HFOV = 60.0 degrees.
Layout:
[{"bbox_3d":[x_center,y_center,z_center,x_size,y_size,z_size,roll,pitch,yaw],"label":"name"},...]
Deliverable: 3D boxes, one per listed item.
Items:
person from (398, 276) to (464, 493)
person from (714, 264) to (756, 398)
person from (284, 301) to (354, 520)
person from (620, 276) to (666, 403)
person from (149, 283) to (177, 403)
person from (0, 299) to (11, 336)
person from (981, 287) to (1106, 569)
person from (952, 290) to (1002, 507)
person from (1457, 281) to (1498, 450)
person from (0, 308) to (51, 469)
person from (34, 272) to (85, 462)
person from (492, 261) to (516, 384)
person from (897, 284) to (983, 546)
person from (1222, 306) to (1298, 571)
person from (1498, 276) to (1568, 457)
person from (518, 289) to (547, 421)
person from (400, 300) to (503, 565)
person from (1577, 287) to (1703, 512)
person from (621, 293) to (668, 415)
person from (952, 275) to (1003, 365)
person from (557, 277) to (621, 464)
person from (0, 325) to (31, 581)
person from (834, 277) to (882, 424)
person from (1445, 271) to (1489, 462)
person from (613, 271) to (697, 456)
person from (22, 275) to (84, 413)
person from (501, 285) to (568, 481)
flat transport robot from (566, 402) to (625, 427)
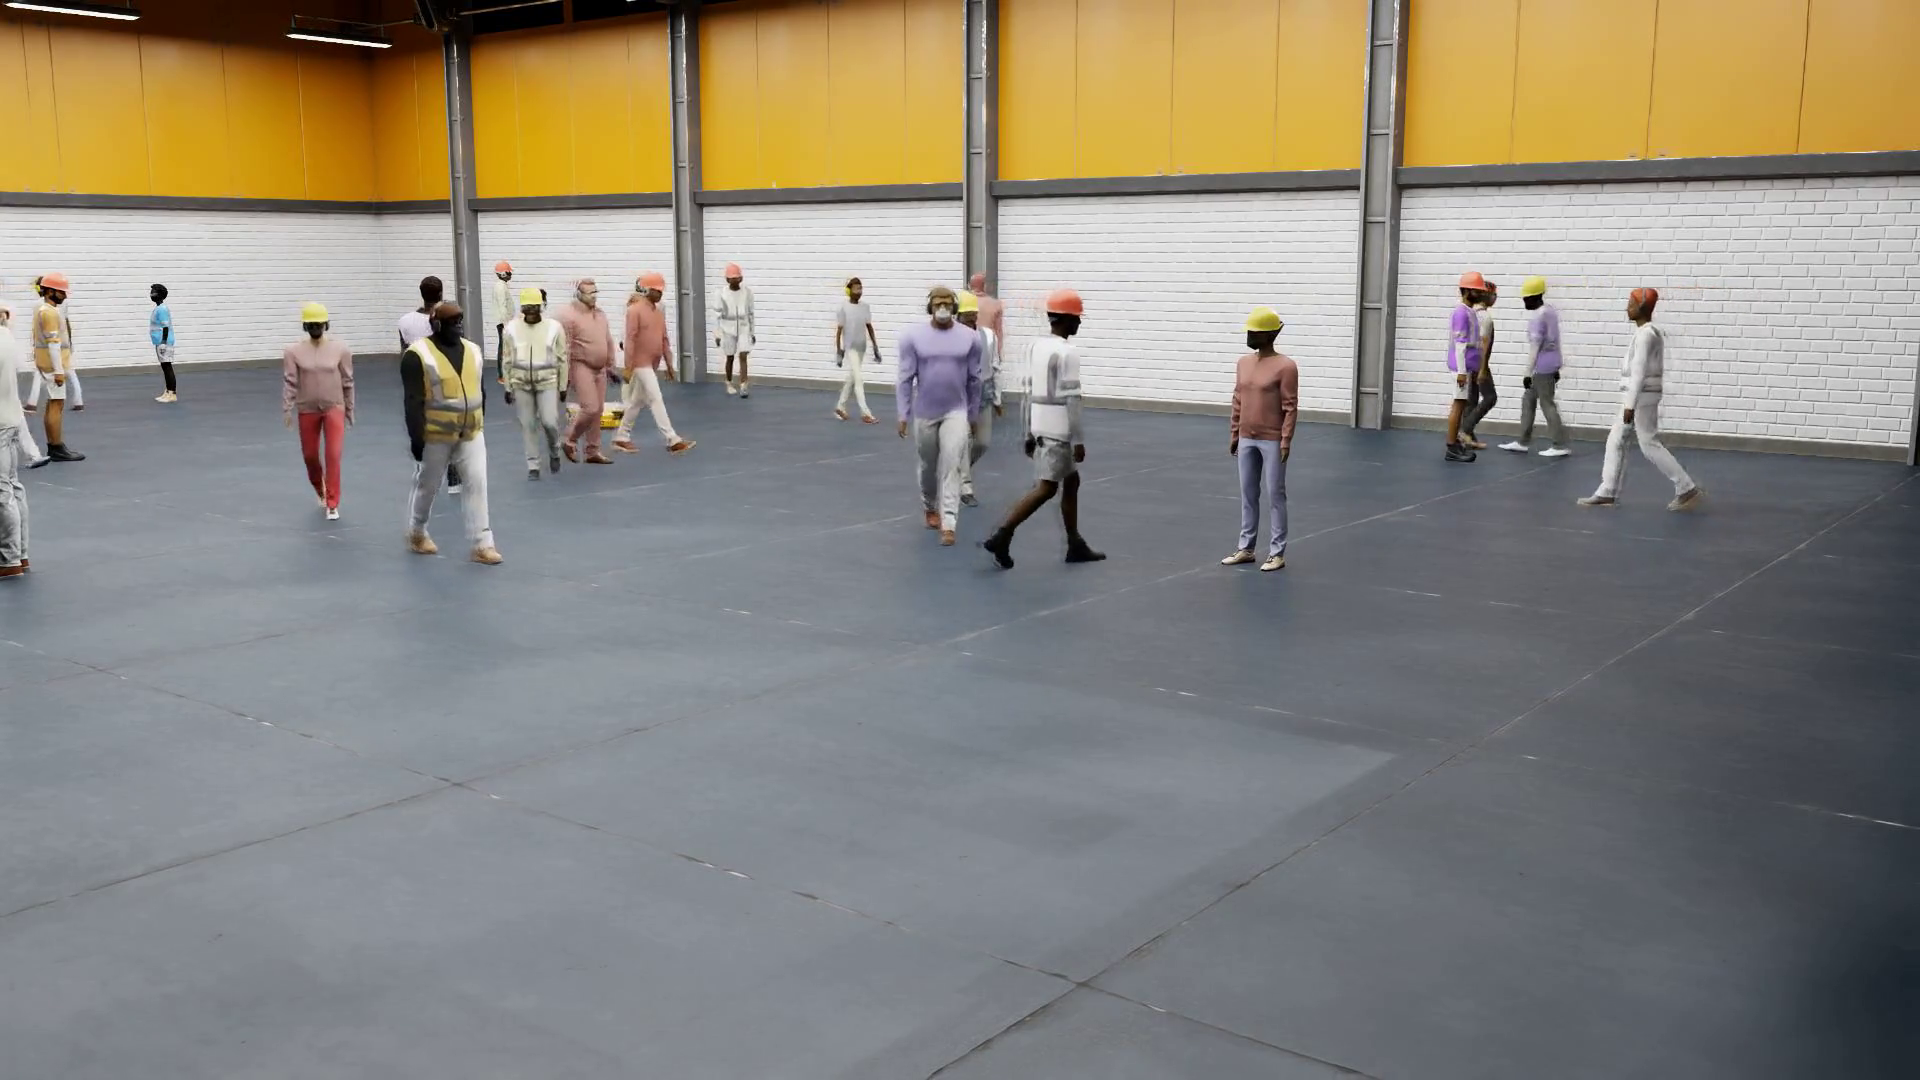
[{"bbox_3d":[-4.631,-1.361,14.683,0.592,1.919,0.392,1,10,3],"label":"person"},{"bbox_3d":[-3.338,-3.100,24.685,0.625,1.980,1.039,-3,10,-17],"label":"person"},{"bbox_3d":[-5.167,-1.059,13.446,0.531,1.743,0.739,-3,10,-17],"label":"person"},{"bbox_3d":[-4.507,-2.857,23.751,0.623,1.804,0.926,-7,12,-36],"label":"person"},{"bbox_3d":[-11.357,-2.798,23.681,0.316,1.700,0.541,-6,11,-31],"label":"person"},{"bbox_3d":[-10.553,-1.920,17.997,0.508,1.892,0.672,-2,10,-12],"label":"person"},{"bbox_3d":[0.566,-0.741,11.171,0.936,1.903,0.559,-4,11,-23],"label":"person"},{"bbox_3d":[0.044,-1.213,14.136,0.598,1.808,0.694,-4,11,-23],"label":"person"},{"bbox_3d":[5.567,-1.859,17.858,0.390,1.830,0.505,-2,10,-11],"label":"person"},{"bbox_3d":[-9.326,-1.455,16.177,0.872,1.589,0.524,4,10,20],"label":"person"},{"bbox_3d":[-9.235,-1.766,17.019,0.389,1.926,0.547,-7,12,-34],"label":"person"},{"bbox_3d":[-7.430,-3.542,27.153,0.373,1.997,0.616,-3,10,-18],"label":"person"},{"bbox_3d":[-0.147,-0.953,12.380,0.635,1.909,0.970,0,10,-3],"label":"person"},{"bbox_3d":[2.019,-0.677,11.152,0.311,1.767,0.526,-8,13,-40],"label":"person"},{"bbox_3d":[6.004,-1.797,17.333,0.804,1.874,0.615,5,11,26],"label":"person"},{"bbox_3d":[-5.416,-2.334,21.053,0.450,1.673,0.532,-4,11,-22],"label":"person"},{"bbox_3d":[-3.547,-0.753,11.477,0.948,1.803,0.632,9,13,42],"label":"person"},{"bbox_3d":[5.658,-1.145,13.647,0.928,1.850,0.584,4,10,21],"label":"person"},{"bbox_3d":[-4.130,-2.393,21.596,0.739,1.605,0.514,7,12,34],"label":"person"},{"bbox_3d":[0.171,-2.346,20.596,0.659,1.854,0.986,-4,10,-22],"label":"person"},{"bbox_3d":[-3.707,-1.677,16.633,0.433,1.888,0.655,4,11,24],"label":"person"},{"bbox_3d":[-6.288,-0.701,10.780,0.363,1.939,0.636,-3,10,-17],"label":"person"},{"bbox_3d":[-1.317,-2.391,20.982,0.539,1.832,0.965,-9,13,-43],"label":"person"},{"bbox_3d":[5.173,-1.767,17.013,0.391,1.935,0.556,4,10,22],"label":"person"},{"bbox_3d":[-3.258,-1.854,17.526,1.071,1.923,0.626,3,10,20],"label":"person"},{"bbox_3d":[-12.218,-2.622,22.296,0.470,1.837,0.671,7,12,34],"label":"person"},{"bbox_3d":[-3.975,-1.461,15.551,0.591,1.821,0.429,-1,10,-5],"label":"person"},{"bbox_3d":[-4.520,-1.565,20.660,0.652,0.197,1.431,-3,10,-16],"label":"flat transport robot"}]
